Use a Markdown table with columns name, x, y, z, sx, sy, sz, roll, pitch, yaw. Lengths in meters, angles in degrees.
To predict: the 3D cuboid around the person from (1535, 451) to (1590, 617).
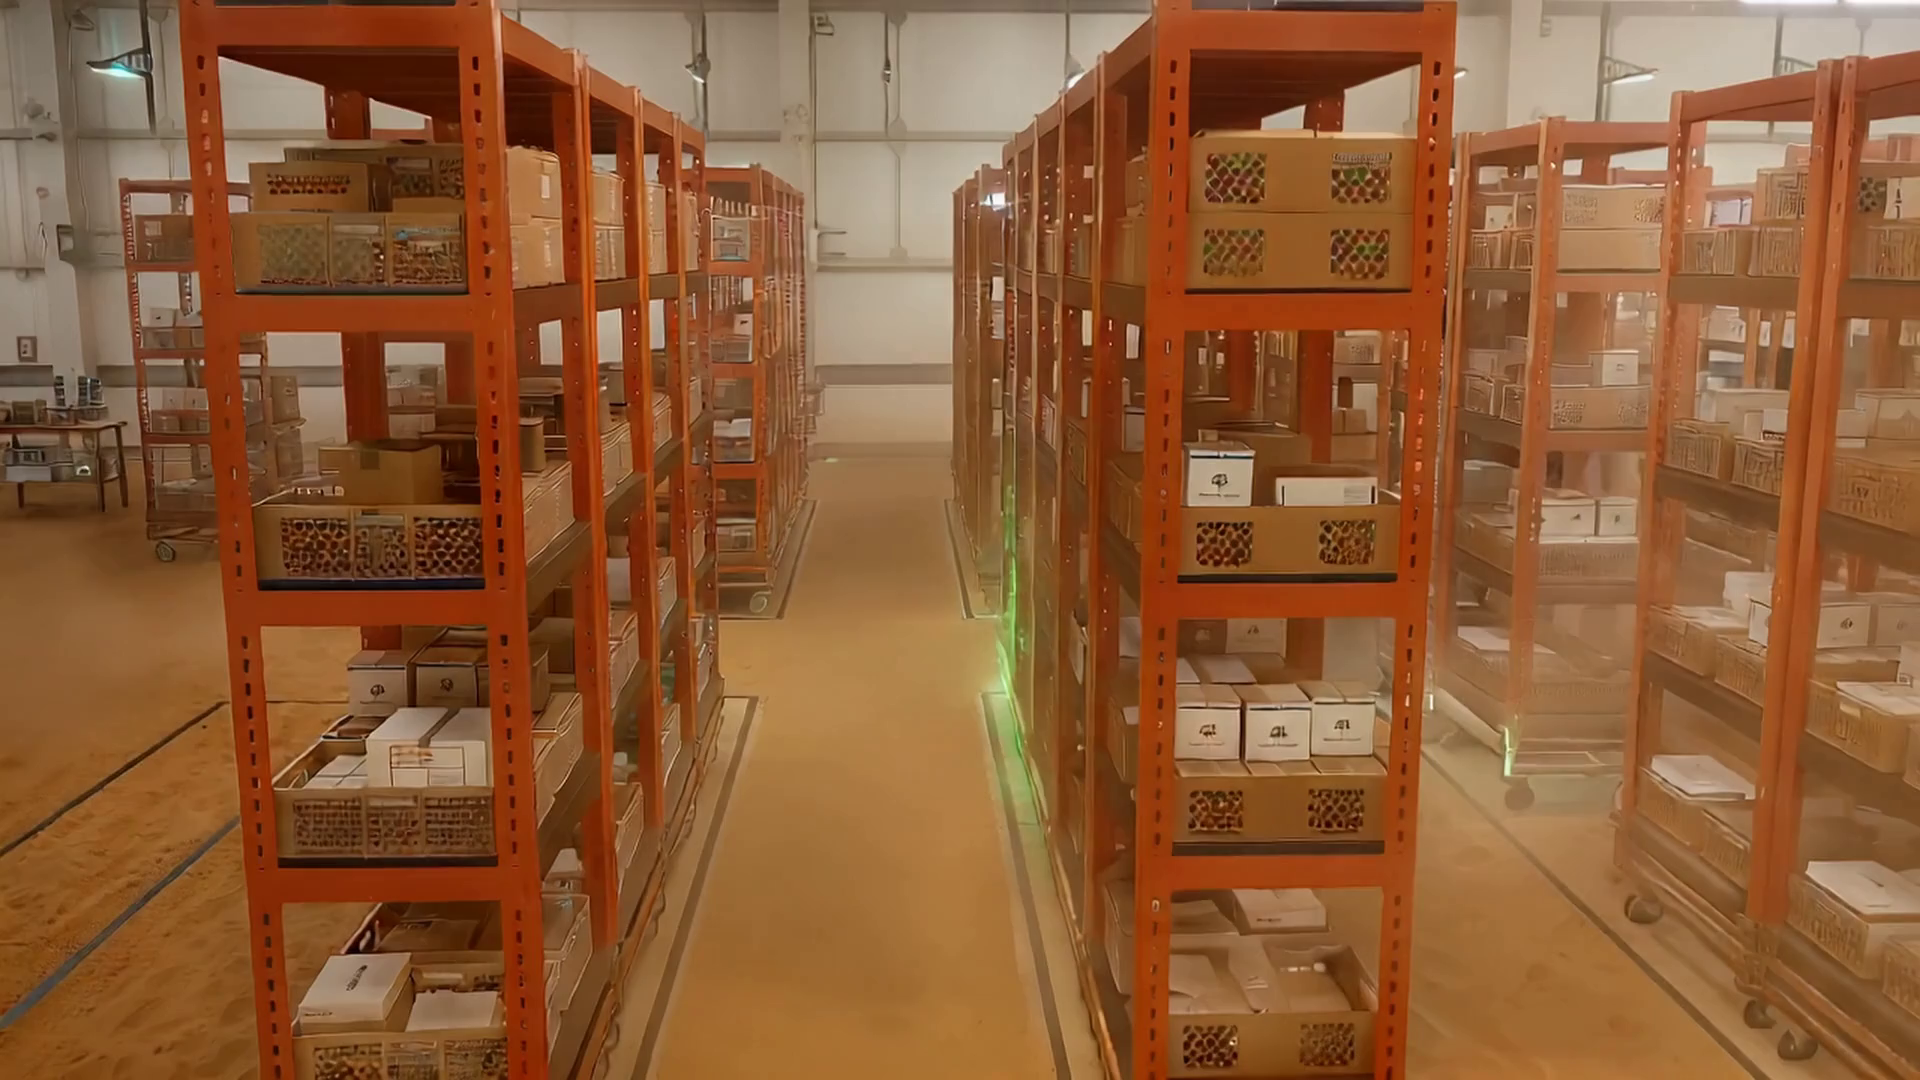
| name | x | y | z | sx | sy | sz | roll | pitch | yaw |
| --- | --- | --- | --- | --- | --- | --- | --- | --- | --- |
| person | 4.690 | -0.216 | 13.129 | 0.649 | 1.801 | 0.615 | 4 | 11 | 20 |

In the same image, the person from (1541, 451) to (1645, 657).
| name | x | y | z | sx | sy | sz | roll | pitch | yaw |
| --- | --- | --- | --- | --- | --- | --- | --- | --- | --- |
| person | 4.577 | -0.089 | 11.966 | 0.936 | 1.957 | 0.619 | -4 | 11 | -22 |

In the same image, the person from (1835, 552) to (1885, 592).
| name | x | y | z | sx | sy | sz | roll | pitch | yaw |
| --- | --- | --- | --- | --- | --- | --- | --- | --- | --- |
| person | 6.713 | -0.078 | 12.252 | 0.591 | 1.822 | 0.404 | -4 | 11 | -21 |
